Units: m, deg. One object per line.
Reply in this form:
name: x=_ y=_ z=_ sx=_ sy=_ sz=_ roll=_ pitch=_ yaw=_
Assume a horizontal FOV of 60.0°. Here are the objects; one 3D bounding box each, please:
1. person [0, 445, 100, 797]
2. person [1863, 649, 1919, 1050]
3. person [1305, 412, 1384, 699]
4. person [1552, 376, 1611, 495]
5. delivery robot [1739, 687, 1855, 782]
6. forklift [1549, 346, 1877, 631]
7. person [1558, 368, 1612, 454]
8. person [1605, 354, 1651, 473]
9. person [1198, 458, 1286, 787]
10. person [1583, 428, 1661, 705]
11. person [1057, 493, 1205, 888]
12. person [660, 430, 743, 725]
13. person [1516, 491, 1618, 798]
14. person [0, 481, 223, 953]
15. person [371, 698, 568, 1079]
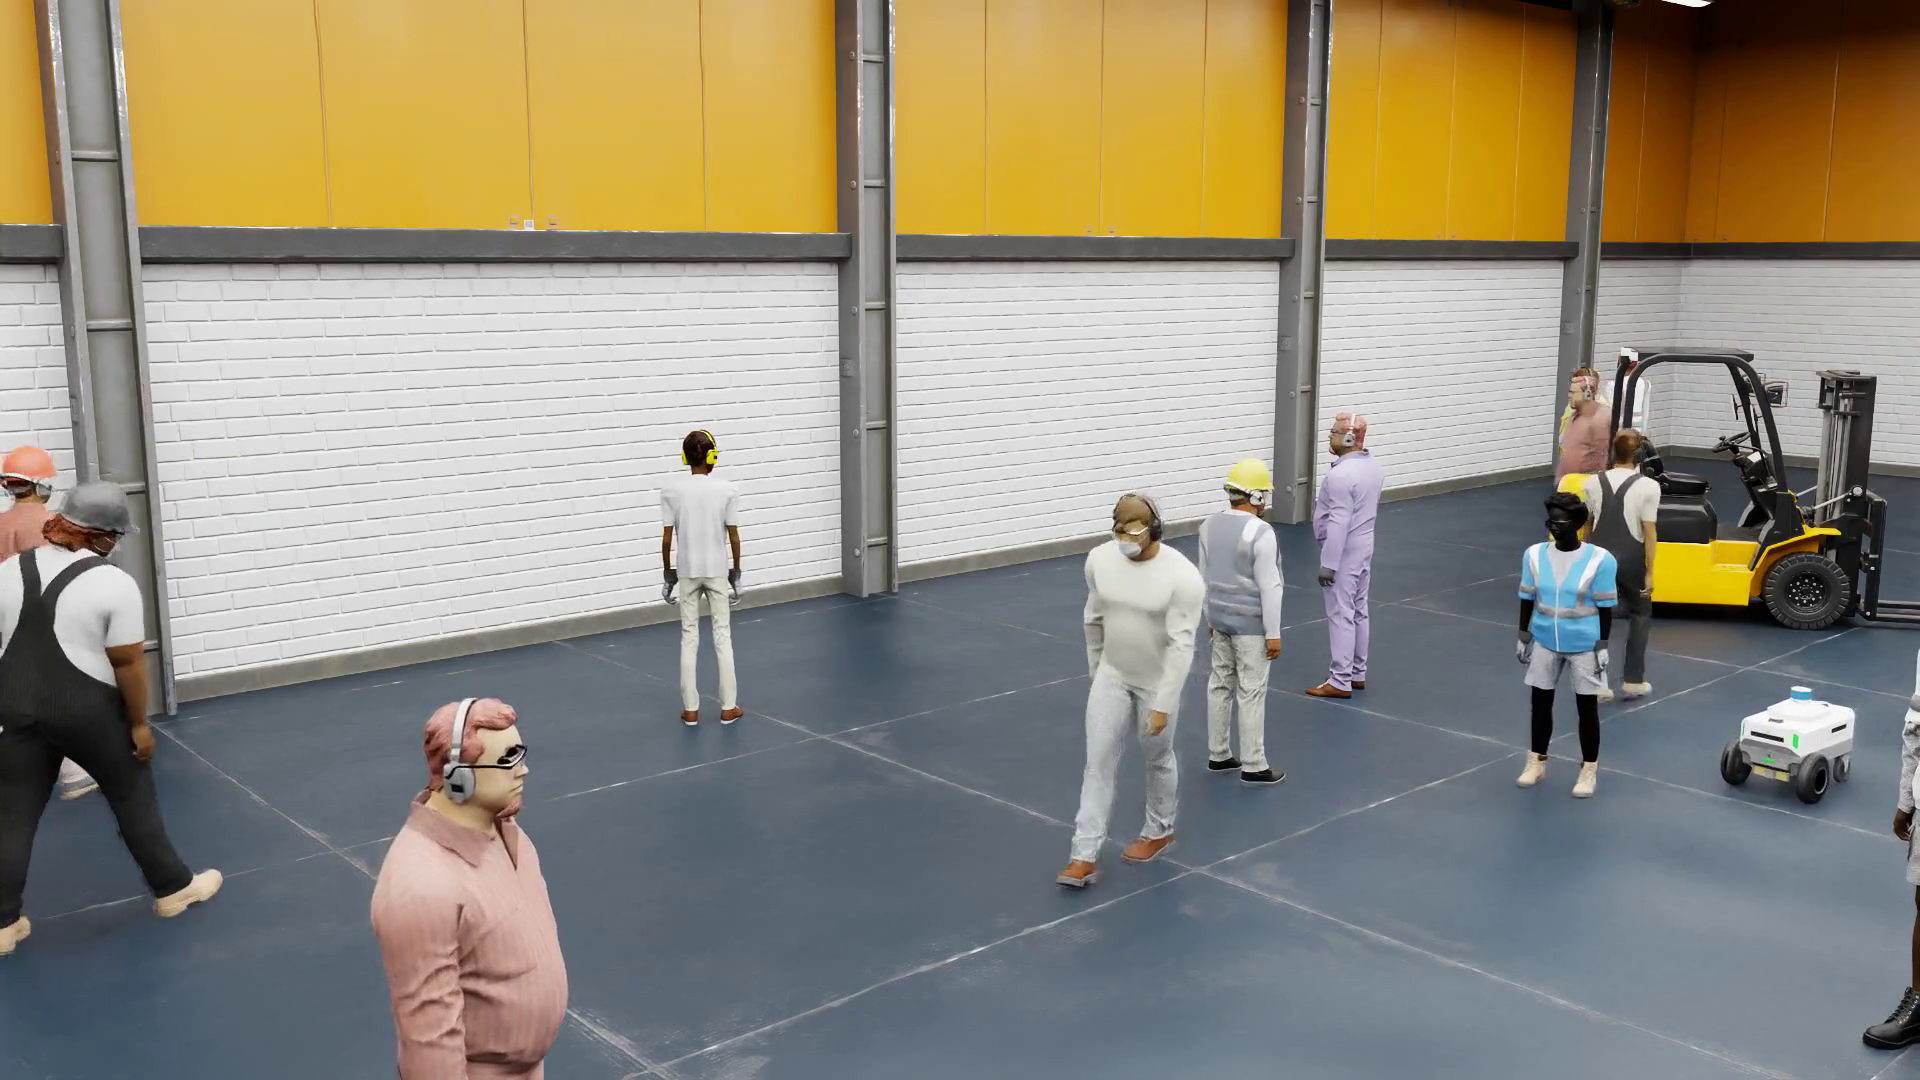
person: x=-4.845 y=0.488 z=8.720 sx=0.621 sy=1.969 sz=0.908 roll=2 pitch=10 yaw=9
person: x=3.607 y=0.970 z=5.968 sx=0.366 sy=1.935 sz=0.546 roll=-5 pitch=11 yaw=-25
person: x=2.563 y=0.099 z=11.133 sx=0.410 sy=1.913 sz=0.651 roll=7 pitch=12 yaw=34
person: x=5.426 y=-0.509 z=14.772 sx=0.785 sy=1.880 sz=0.666 roll=0 pitch=10 yaw=-2
delivery robot: x=4.645 y=1.057 z=9.219 sx=0.707 sy=0.478 sz=0.477 roll=-8 pitch=12 yaw=-37
forklift: x=6.109 y=-0.478 z=13.691 sx=2.313 sy=2.155 sz=1.214 roll=3 pitch=10 yaw=16
person: x=6.150 y=-0.778 z=16.479 sx=0.429 sy=1.844 sz=0.624 roll=-2 pitch=10 yaw=-12
person: x=7.455 y=-1.176 z=18.691 sx=0.573 sy=1.883 sz=0.356 roll=-3 pitch=10 yaw=-17
person: x=1.592 y=0.453 z=9.296 sx=0.403 sy=1.833 sz=0.588 roll=-6 pitch=11 yaw=-32
person: x=4.377 y=0.166 z=10.985 sx=0.534 sy=1.819 sz=0.708 roll=9 pitch=13 yaw=44
person: x=0.800 y=0.699 z=7.723 sx=0.668 sy=1.869 sz=0.961 roll=6 pitch=11 yaw=31
person: x=-1.623 y=0.239 z=10.463 sx=0.513 sy=1.864 sz=0.331 roll=0 pitch=10 yaw=-3
person: x=3.306 y=0.563 z=9.083 sx=0.538 sy=1.684 sz=0.335 roll=9 pitch=13 yaw=43
person: x=-3.803 y=0.708 z=7.194 sx=0.767 sy=2.000 sz=0.835 roll=1 pitch=10 yaw=8
person: x=-1.156 y=1.311 z=4.081 sx=0.405 sy=1.901 sz=0.645 roll=1 pitch=10 yaw=3
